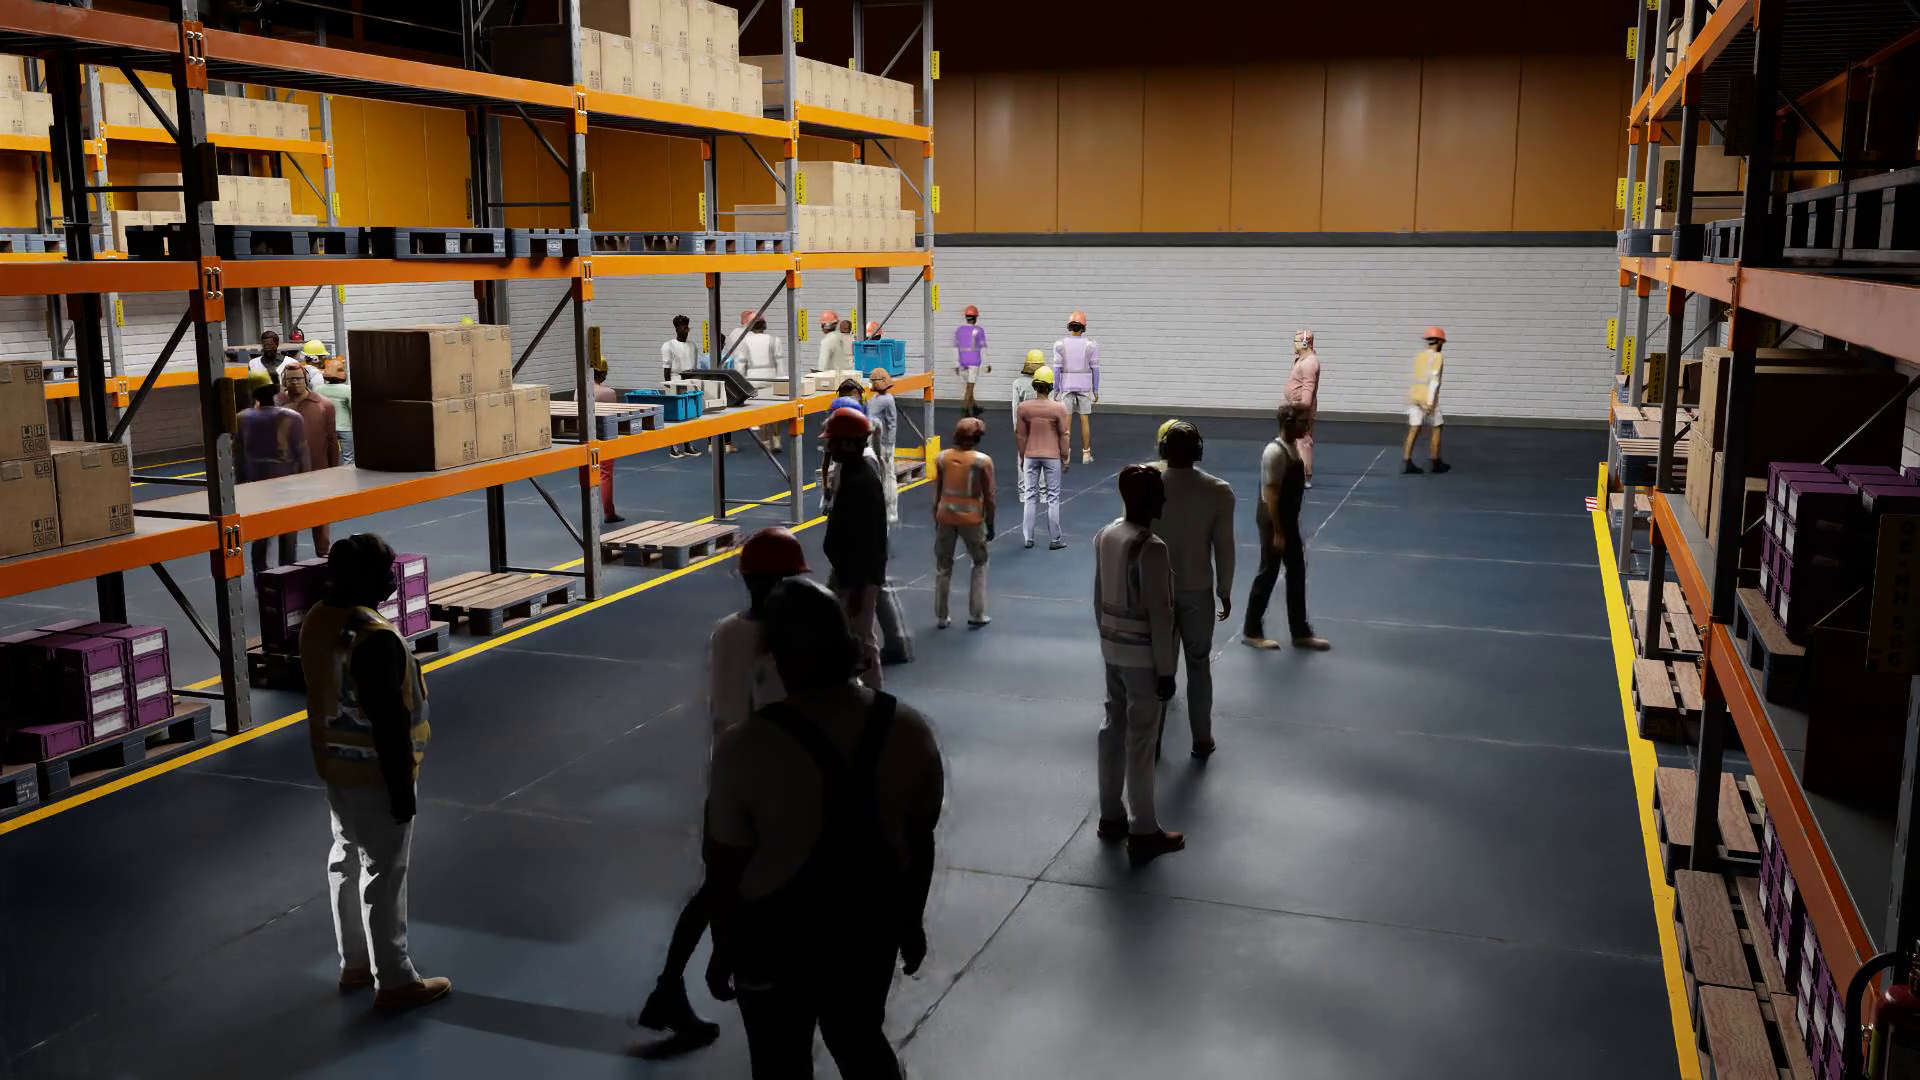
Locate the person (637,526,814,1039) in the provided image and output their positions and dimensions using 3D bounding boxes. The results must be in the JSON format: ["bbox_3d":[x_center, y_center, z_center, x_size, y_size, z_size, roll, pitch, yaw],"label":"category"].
[{"bbox_3d":[-0.805,0.905,6.180,0.913,1.897,0.544,-10,14,-43],"label":"person"}]

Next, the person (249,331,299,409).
[{"bbox_3d":[-8.113,-1.523,19.743,0.597,1.915,0.370,-1,10,-7],"label":"person"}]

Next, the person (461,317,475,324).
[{"bbox_3d":[-7.922,-2.719,26.909,0.308,1.769,0.525,-2,10,-11],"label":"person"}]

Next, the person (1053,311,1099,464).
[{"bbox_3d":[1.555,-2.040,22.300,0.613,2.041,0.393,1,10,7],"label":"person"}]

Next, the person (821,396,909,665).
[{"bbox_3d":[-0.807,-0.038,11.436,1.003,1.888,0.649,-2,10,-13],"label":"person"}]

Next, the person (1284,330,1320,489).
[{"bbox_3d":[4.112,-1.570,20.042,0.409,1.909,0.643,1,10,8],"label":"person"}]

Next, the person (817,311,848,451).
[{"bbox_3d":[-1.805,-2.252,23.641,0.481,1.995,0.796,4,11,21],"label":"person"}]

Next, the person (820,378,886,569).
[{"bbox_3d":[-0.862,-0.369,13.377,0.535,1.869,0.314,-1,10,-3],"label":"person"}]

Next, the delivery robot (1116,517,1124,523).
[{"bbox_3d":[1.752,-0.127,15.452,0.477,0.478,0.707,8,13,38],"label":"delivery robot"}]

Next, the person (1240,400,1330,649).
[{"bbox_3d":[2.362,-0.088,12.001,0.581,1.819,0.514,7,12,34],"label":"person"}]

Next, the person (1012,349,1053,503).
[{"bbox_3d":[0.840,-1.296,18.951,0.487,1.744,0.312,4,11,19],"label":"person"}]

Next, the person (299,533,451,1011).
[{"bbox_3d":[-2.258,0.883,6.408,0.429,1.843,0.628,-10,14,-43],"label":"person"}]

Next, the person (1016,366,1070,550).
[{"bbox_3d":[0.801,-0.783,16.008,0.525,1.769,0.310,3,11,18],"label":"person"}]

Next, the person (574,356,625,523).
[{"bbox_3d":[-3.812,-1.062,17.575,0.533,1.767,0.322,4,11,22],"label":"person"}]

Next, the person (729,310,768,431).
[{"bbox_3d":[-3.328,-2.667,26.236,0.639,1.902,0.407,8,13,38],"label":"person"}]

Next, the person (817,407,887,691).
[{"bbox_3d":[-0.623,0.216,9.732,0.396,1.992,0.623,-1,10,-5],"label":"person"}]

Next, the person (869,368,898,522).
[{"bbox_3d":[-0.826,-1.006,17.627,0.269,1.632,0.504,-5,11,-25],"label":"person"}]

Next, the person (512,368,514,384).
[{"bbox_3d":[-6.764,-2.181,24.235,0.517,1.639,0.309,-1,10,-8],"label":"person"}]

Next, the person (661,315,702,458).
[{"bbox_3d":[-3.832,-2.122,22.981,0.367,1.966,0.607,8,13,39],"label":"person"}]

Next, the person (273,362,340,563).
[{"bbox_3d":[-5.791,-0.611,14.640,0.655,1.906,0.407,-5,11,-26],"label":"person"}]

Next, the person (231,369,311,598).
[{"bbox_3d":[-5.689,-0.450,13.769,0.634,1.900,0.374,0,10,0],"label":"person"}]

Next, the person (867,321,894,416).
[{"bbox_3d":[-1.120,-1.904,21.864,0.541,1.932,0.382,3,11,17],"label":"person"}]

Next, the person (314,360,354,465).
[{"bbox_3d":[-7.019,-1.211,18.787,0.509,1.632,0.269,1,10,4],"label":"person"}]

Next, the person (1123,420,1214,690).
[{"bbox_3d":[1.391,0.091,11.112,0.615,1.761,0.895,2,10,12],"label":"person"}]

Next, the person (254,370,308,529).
[{"bbox_3d":[-7.026,-0.888,16.836,0.700,1.678,0.537,-7,12,-35],"label":"person"}]

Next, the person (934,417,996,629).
[{"bbox_3d":[0.025,-0.124,12.703,0.514,1.610,0.428,5,11,28],"label":"person"}]

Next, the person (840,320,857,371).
[{"bbox_3d":[-1.943,-2.955,28.598,0.514,1.636,0.314,1,10,3],"label":"person"}]

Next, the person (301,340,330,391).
[{"bbox_3d":[-7.442,-1.401,19.295,0.404,1.830,0.603,-8,13,-40],"label":"person"}]

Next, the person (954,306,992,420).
[{"bbox_3d":[0.251,-2.985,28.029,0.562,1.899,0.907,8,13,36],"label":"person"}]

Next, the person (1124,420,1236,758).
[{"bbox_3d":[1.246,0.286,9.494,0.636,1.938,0.355,2,10,9],"label":"person"}]

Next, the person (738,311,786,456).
[{"bbox_3d":[-2.743,-2.184,23.268,0.686,1.993,0.675,-1,10,-3],"label":"person"}]

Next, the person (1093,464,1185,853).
[{"bbox_3d":[0.858,0.568,8.067,0.355,1.883,0.574,-5,11,-27],"label":"person"}]

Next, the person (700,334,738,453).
[{"bbox_3d":[-3.394,-2.060,23.386,0.535,1.697,0.321,3,10,16],"label":"person"}]

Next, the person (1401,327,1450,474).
[{"bbox_3d":[6.004,-1.783,21.338,0.869,1.868,0.558,-4,11,-24],"label":"person"}]
